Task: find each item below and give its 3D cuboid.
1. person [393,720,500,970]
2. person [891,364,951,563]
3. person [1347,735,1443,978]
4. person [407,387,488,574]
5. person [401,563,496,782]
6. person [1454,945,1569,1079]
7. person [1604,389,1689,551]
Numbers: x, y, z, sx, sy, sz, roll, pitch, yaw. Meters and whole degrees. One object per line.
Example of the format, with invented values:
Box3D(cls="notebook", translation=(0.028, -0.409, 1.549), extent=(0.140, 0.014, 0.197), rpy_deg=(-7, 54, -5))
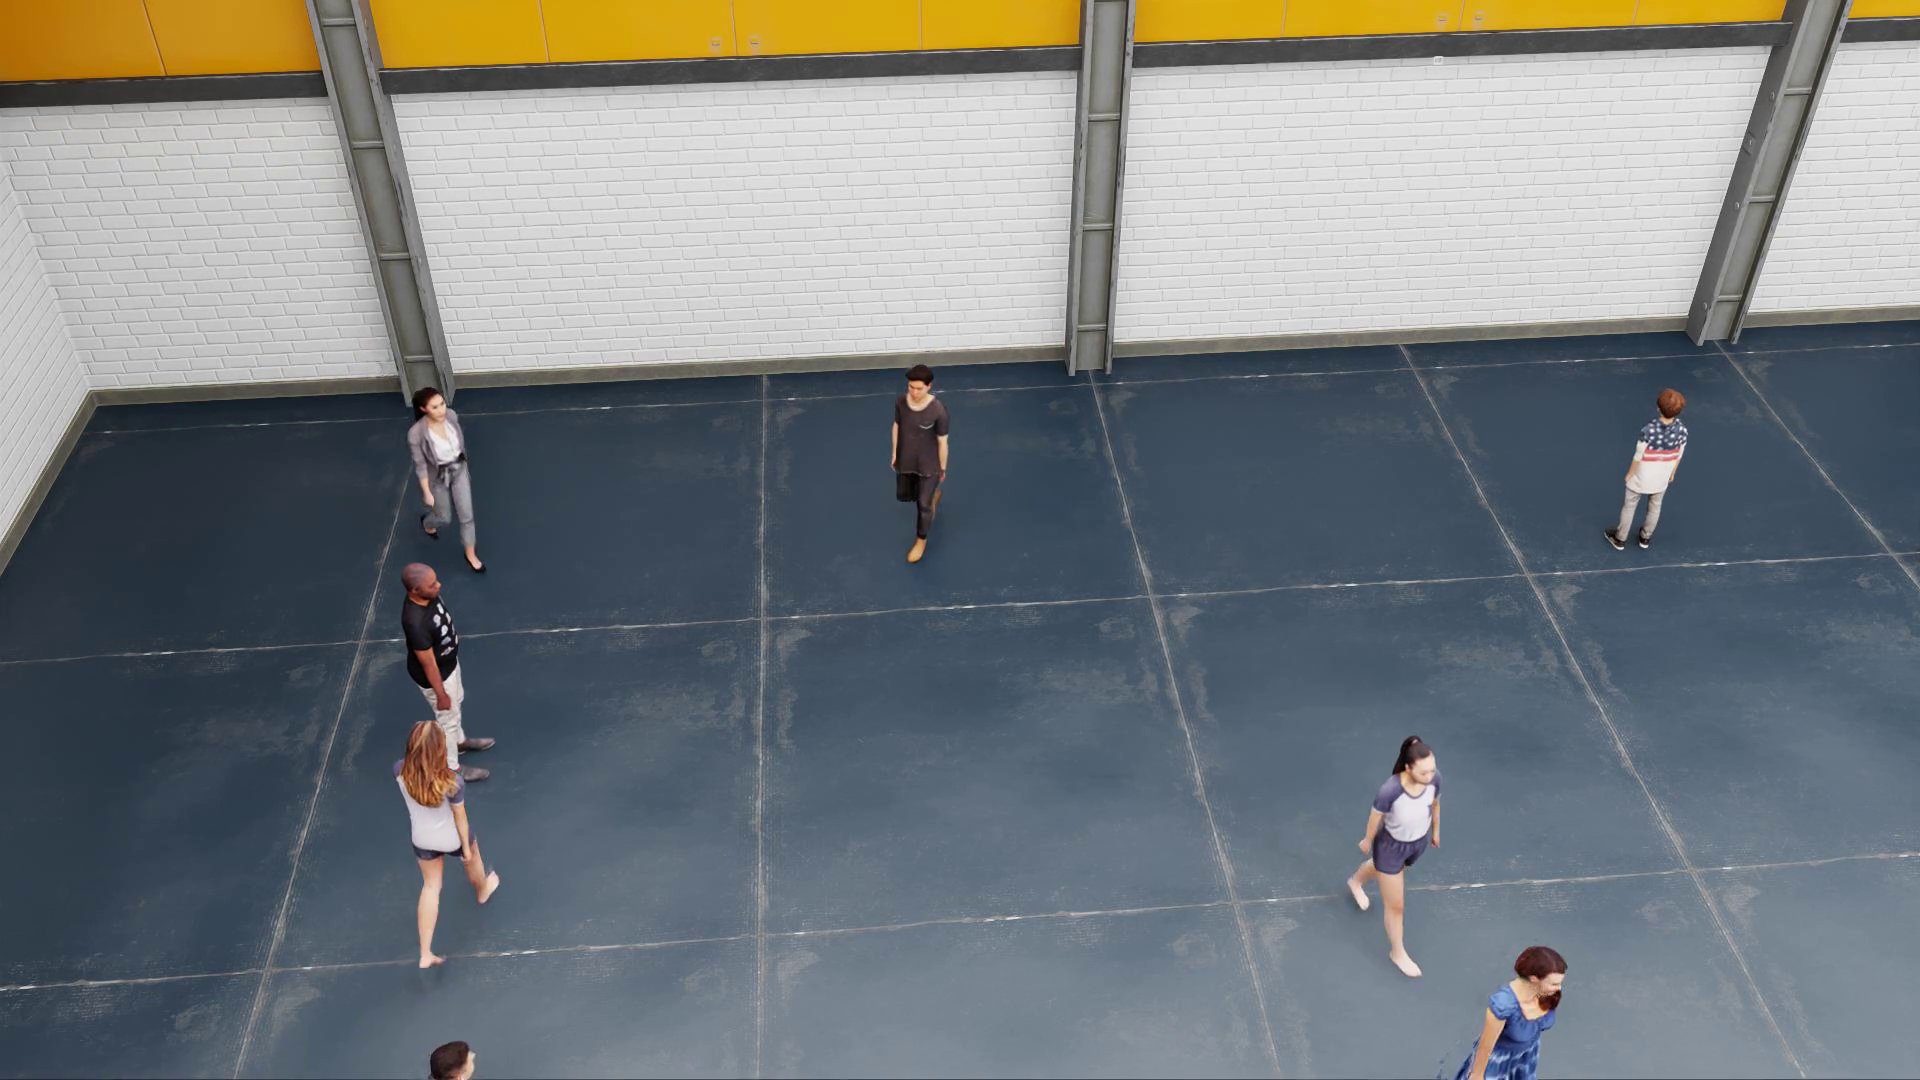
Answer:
Box3D(cls="person", translation=(-3.107, 1.817, 9.812), extent=(1.099, 1.686, 0.847), rpy_deg=(4, 39, 5))
Box3D(cls="person", translation=(-0.294, -0.666, 12.910), extent=(0.947, 1.700, 0.959), rpy_deg=(20, 43, 23))
Box3D(cls="person", translation=(2.566, 1.767, 9.938), extent=(1.045, 1.606, 0.912), rpy_deg=(-17, 42, -20))
Box3D(cls="person", translation=(-3.986, -0.484, 12.713), extent=(1.006, 1.660, 0.937), rpy_deg=(26, 46, 29))
Box3D(cls="person", translation=(-3.443, 0.852, 10.927), extent=(0.617, 1.802, 0.666), rpy_deg=(-6, 39, -7))
Box3D(cls="person", translation=(2.790, 2.682, 8.637), extent=(0.834, 1.800, 0.886), rpy_deg=(-18, 42, -21))
Box3D(cls="person", translation=(5.407, -0.552, 12.978), extent=(0.430, 1.437, 0.596), rpy_deg=(2, 39, 2))
